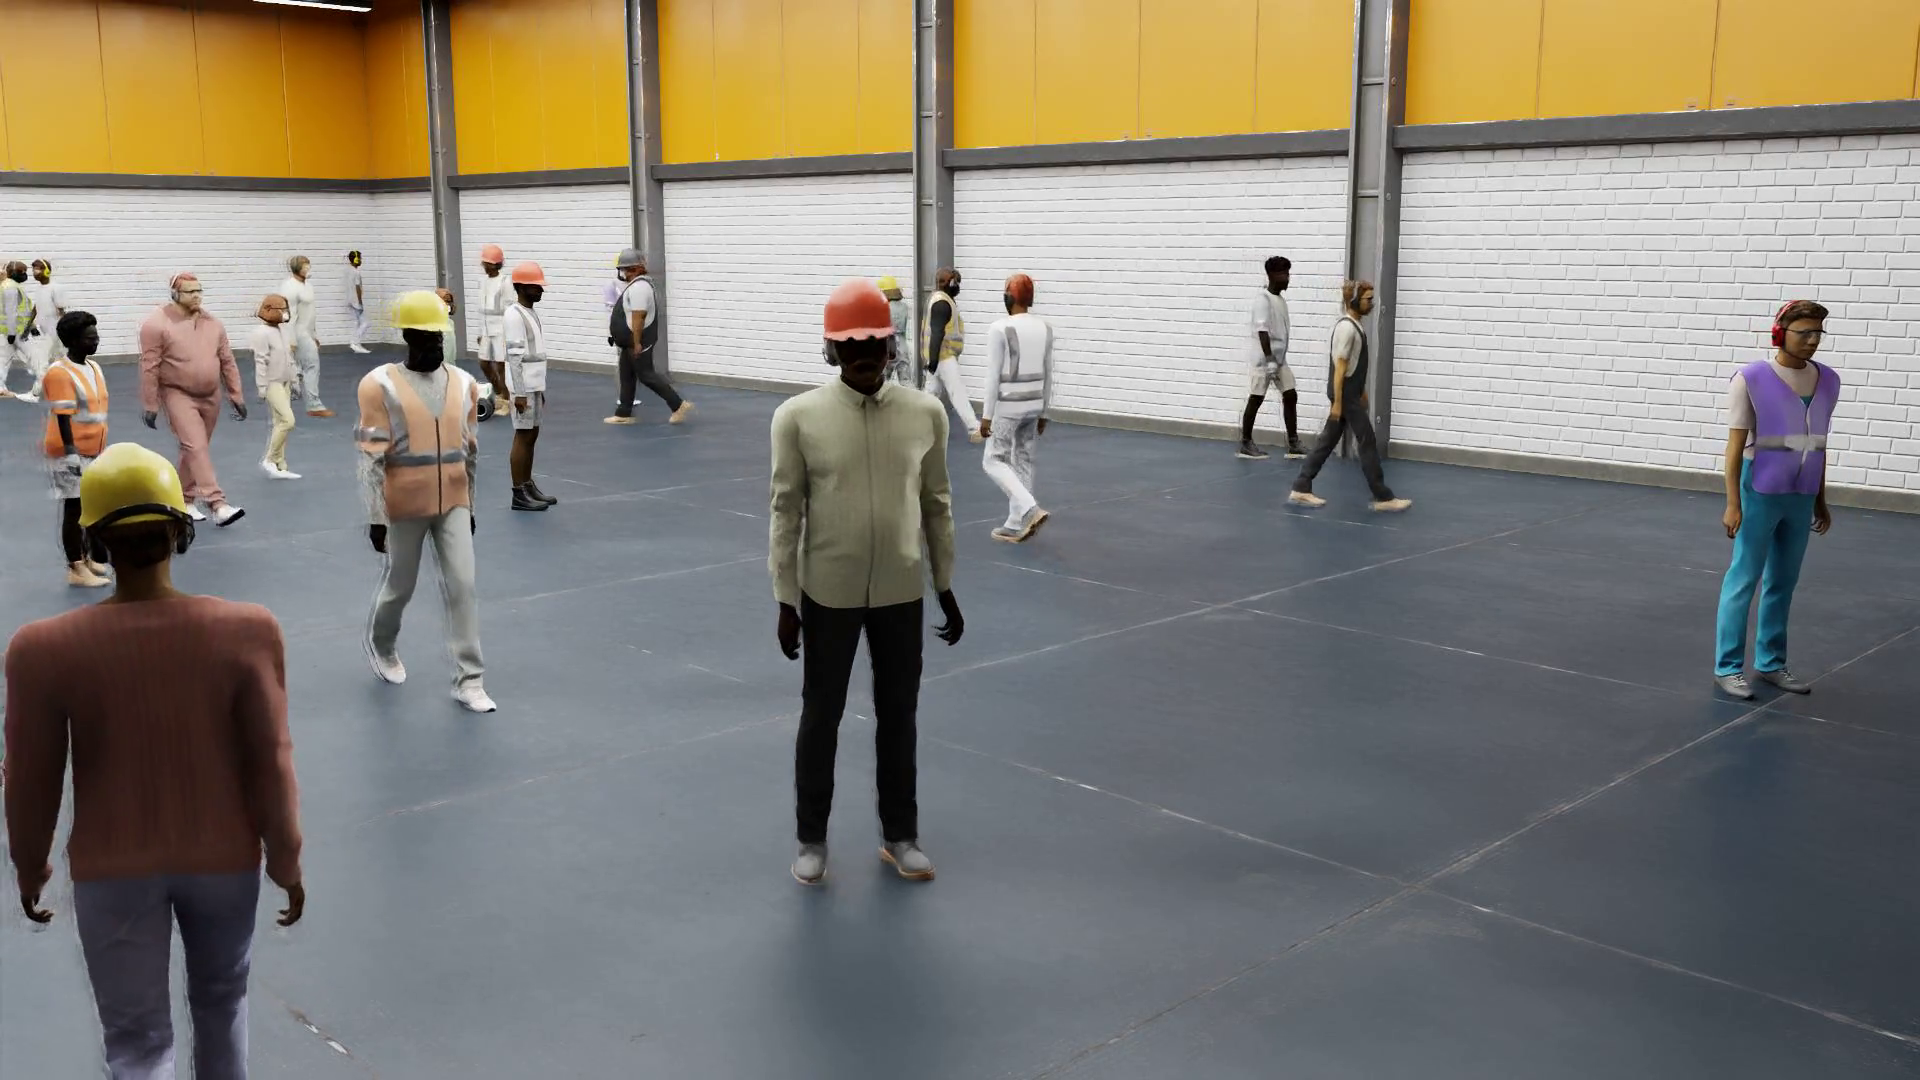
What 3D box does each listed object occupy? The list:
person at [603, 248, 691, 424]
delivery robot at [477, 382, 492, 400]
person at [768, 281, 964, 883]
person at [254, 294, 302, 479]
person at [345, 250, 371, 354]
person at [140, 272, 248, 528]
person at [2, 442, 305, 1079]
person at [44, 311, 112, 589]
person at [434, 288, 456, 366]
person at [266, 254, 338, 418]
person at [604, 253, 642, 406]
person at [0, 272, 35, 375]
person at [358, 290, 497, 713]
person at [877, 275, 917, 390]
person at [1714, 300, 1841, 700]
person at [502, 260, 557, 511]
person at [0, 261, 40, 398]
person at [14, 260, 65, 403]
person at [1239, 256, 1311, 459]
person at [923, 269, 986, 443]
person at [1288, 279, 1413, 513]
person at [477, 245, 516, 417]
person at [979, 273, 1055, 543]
[{"bbox_3d":[-3.540,-2.302,18.697,0.929,2.000,0.677,-2,11,-9],"label":"person"},{"bbox_3d":[-5.773,-1.696,19.191,0.707,0.478,0.477,-2,11,-11],"label":"delivery robot"},{"bbox_3d":[-0.309,0.157,5.476,0.660,1.992,0.467,-4,11,-19],"label":"person"},{"bbox_3d":[-5.908,-1.320,14.469,0.352,1.617,0.530,1,10,4],"label":"person"},{"bbox_3d":[-10.860,-4.275,29.969,0.546,1.855,0.392,9,14,42],"label":"person"},{"bbox_3d":[-5.566,-1.024,12.211,0.976,1.852,0.676,6,12,29],"label":"person"},{"bbox_3d":[-1.638,0.664,3.403,0.544,1.721,0.918,-5,12,-26],"label":"person"},{"bbox_3d":[-5.293,-0.534,10.038,0.363,1.688,0.545,0,10,2],"label":"person"},{"bbox_3d":[-4.898,-1.561,15.771,0.286,1.631,0.501,1,10,7],"label":"person"},{"bbox_3d":[-7.745,-2.366,19.377,0.797,1.919,0.631,-1,10,-6],"label":"person"},{"bbox_3d":[-4.188,-2.649,20.909,0.427,1.919,0.602,4,11,22],"label":"person"},{"bbox_3d":[-14.435,-3.256,25.159,0.506,1.576,0.887,10,14,43],"label":"person"},{"bbox_3d":[-2.475,-0.197,7.631,0.594,1.897,0.928,-9,14,-42],"label":"person"},{"bbox_3d":[-0.670,-2.027,18.126,0.829,1.697,0.479,10,14,43],"label":"person"},{"bbox_3d":[3.774,-0.189,7.715,0.572,1.840,0.373,-3,11,-17],"label":"person"},{"bbox_3d":[-3.344,-1.200,12.968,0.374,1.935,0.552,0,10,2],"label":"person"},{"bbox_3d":[-12.353,-2.774,21.954,0.963,1.780,0.611,-8,13,-36],"label":"person"},{"bbox_3d":[-11.735,-2.672,21.327,0.522,1.816,0.950,8,13,36],"label":"person"},{"bbox_3d":[3.034,-1.701,15.712,0.875,1.931,0.612,8,13,38],"label":"person"},{"bbox_3d":[-0.064,-1.878,17.081,0.957,1.786,0.649,0,10,1],"label":"person"},{"bbox_3d":[3.019,-1.113,12.892,0.960,1.798,0.526,3,11,14],"label":"person"},{"bbox_3d":[-5.448,-2.444,19.568,0.700,2.019,0.544,7,13,35],"label":"person"},{"bbox_3d":[0.410,-0.881,11.394,0.606,1.875,0.544,-9,14,-40],"label":"person"}]
